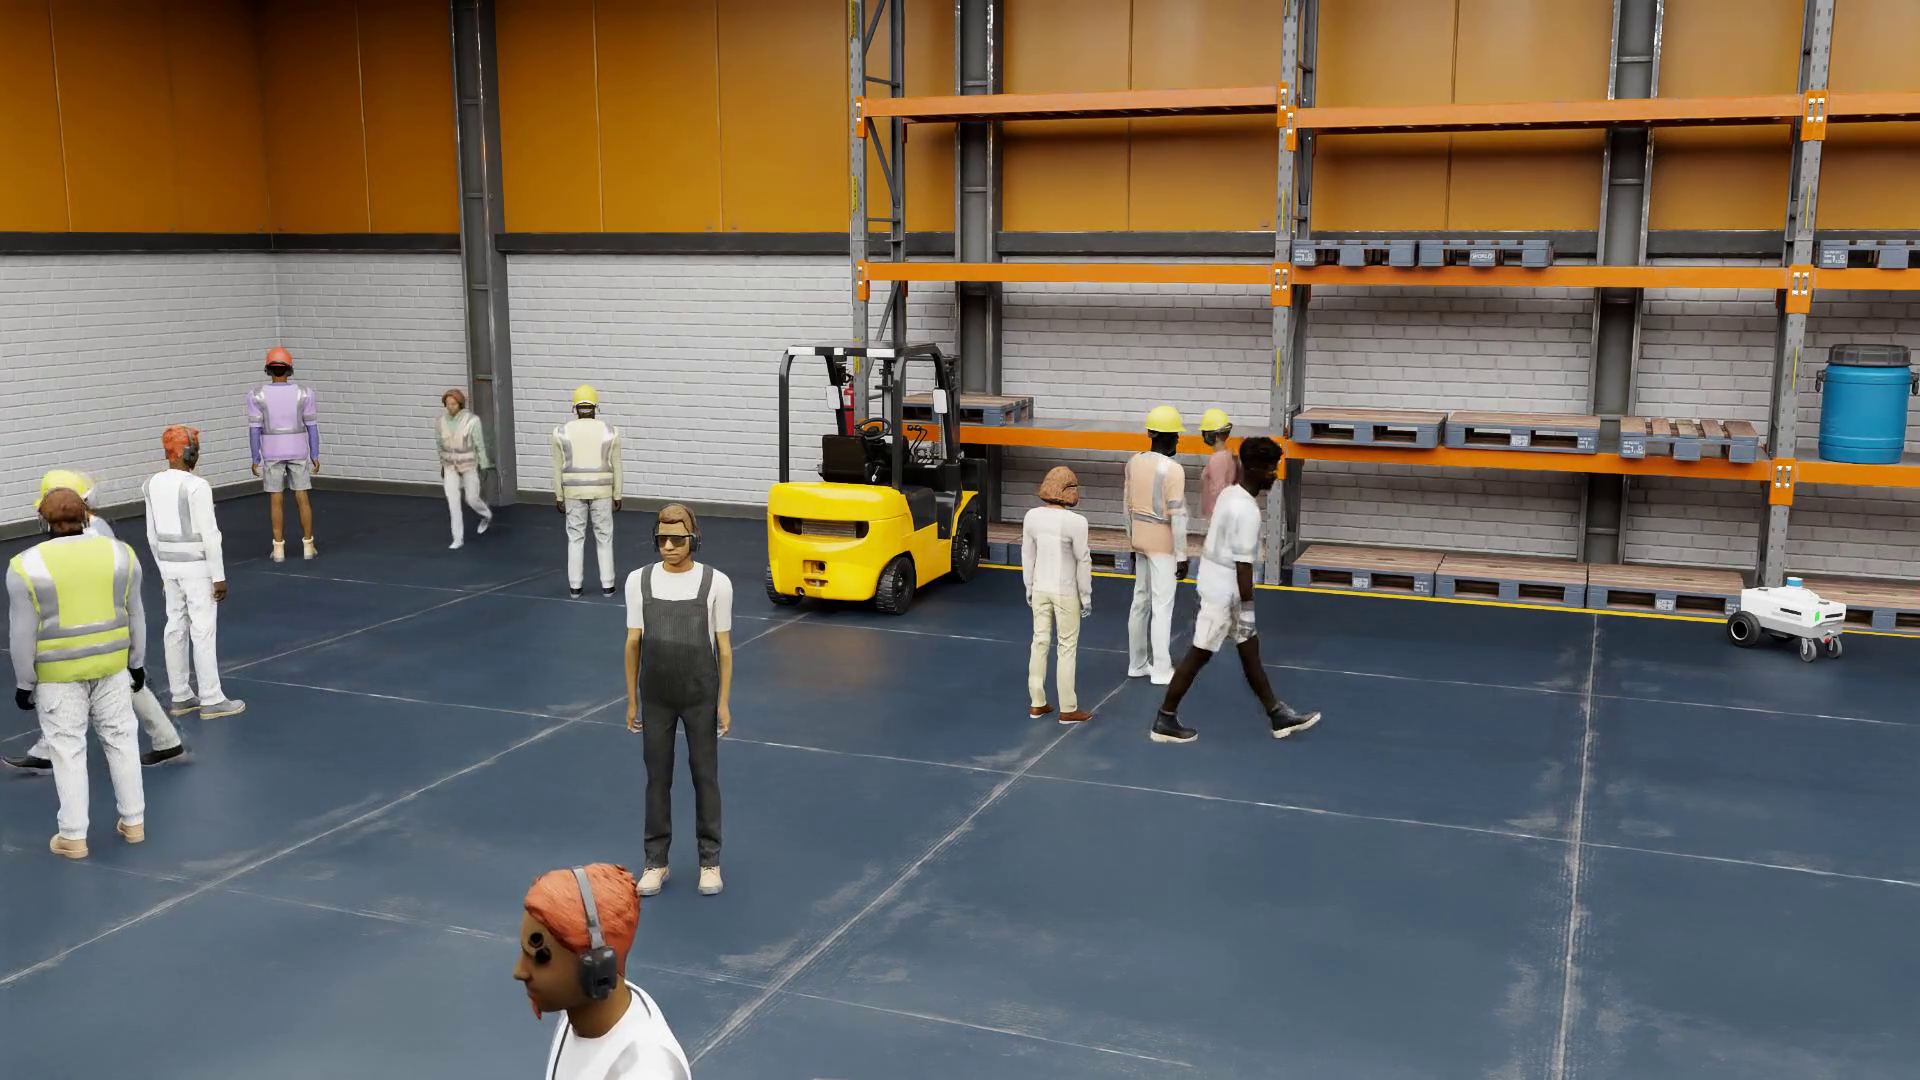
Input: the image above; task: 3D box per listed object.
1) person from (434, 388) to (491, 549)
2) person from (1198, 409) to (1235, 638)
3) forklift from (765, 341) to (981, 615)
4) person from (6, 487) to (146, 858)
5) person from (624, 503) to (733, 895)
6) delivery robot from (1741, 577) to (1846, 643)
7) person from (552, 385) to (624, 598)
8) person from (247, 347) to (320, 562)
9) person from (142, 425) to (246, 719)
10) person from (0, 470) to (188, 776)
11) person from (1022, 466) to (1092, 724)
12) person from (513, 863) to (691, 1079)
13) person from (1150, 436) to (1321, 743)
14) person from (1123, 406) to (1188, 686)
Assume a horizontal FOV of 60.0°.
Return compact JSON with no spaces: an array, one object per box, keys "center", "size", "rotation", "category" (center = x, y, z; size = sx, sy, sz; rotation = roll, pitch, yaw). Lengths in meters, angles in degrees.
[{"center":[-4.943,-0.740,16.663],"size":[0.520,1.611,0.614],"rotation":[1,10,8],"category":"person"},{"center":[1.964,-0.126,12.794],"size":[0.321,1.765,0.533],"rotation":[3,11,19],"category":"person"},{"center":[-0.739,-0.602,14.246],"size":[1.214,2.155,2.313],"rotation":[4,11,21],"category":"forklift"},{"center":[-4.374,0.649,8.268],"size":[0.429,1.839,0.633],"rotation":[9,14,42],"category":"person"},{"center":[-1.303,0.741,7.736],"size":[0.508,1.846,0.345],"rotation":[0,10,-1],"category":"person"},{"center":[6.158,0.519,12.306],"size":[0.477,0.478,0.707],"rotation":[-5,11,-24],"category":"delivery robot"},{"center":[-3.175,-0.411,14.231],"size":[0.586,1.824,0.404],"rotation":[-2,10,-12],"category":"person"},{"center":[-6.438,-0.816,15.858],"size":[0.616,2.041,0.378],"rotation":[-5,11,-26],"category":"person"},{"center":[-4.907,0.206,10.608],"size":[0.574,1.886,0.356],"rotation":[5,11,24],"category":"person"},{"center":[-4.927,0.479,9.417],"size":[0.966,1.773,0.603],"rotation":[-5,11,-24],"category":"person"},{"center":[0.620,0.345,10.533],"size":[0.509,1.632,0.267],"rotation":[8,13,39],"category":"person"},{"center":[-0.665,1.528,3.284],"size":[0.355,1.876,0.573],"rotation":[-5,11,-24],"category":"person"},{"center":[1.655,0.314,9.979],"size":[1.071,1.887,0.608],"rotation":[1,10,3],"category":"person"},{"center":[1.365,0.039,11.419],"size":[0.367,1.926,0.594],"rotation":[-6,12,-31],"category":"person"}]
